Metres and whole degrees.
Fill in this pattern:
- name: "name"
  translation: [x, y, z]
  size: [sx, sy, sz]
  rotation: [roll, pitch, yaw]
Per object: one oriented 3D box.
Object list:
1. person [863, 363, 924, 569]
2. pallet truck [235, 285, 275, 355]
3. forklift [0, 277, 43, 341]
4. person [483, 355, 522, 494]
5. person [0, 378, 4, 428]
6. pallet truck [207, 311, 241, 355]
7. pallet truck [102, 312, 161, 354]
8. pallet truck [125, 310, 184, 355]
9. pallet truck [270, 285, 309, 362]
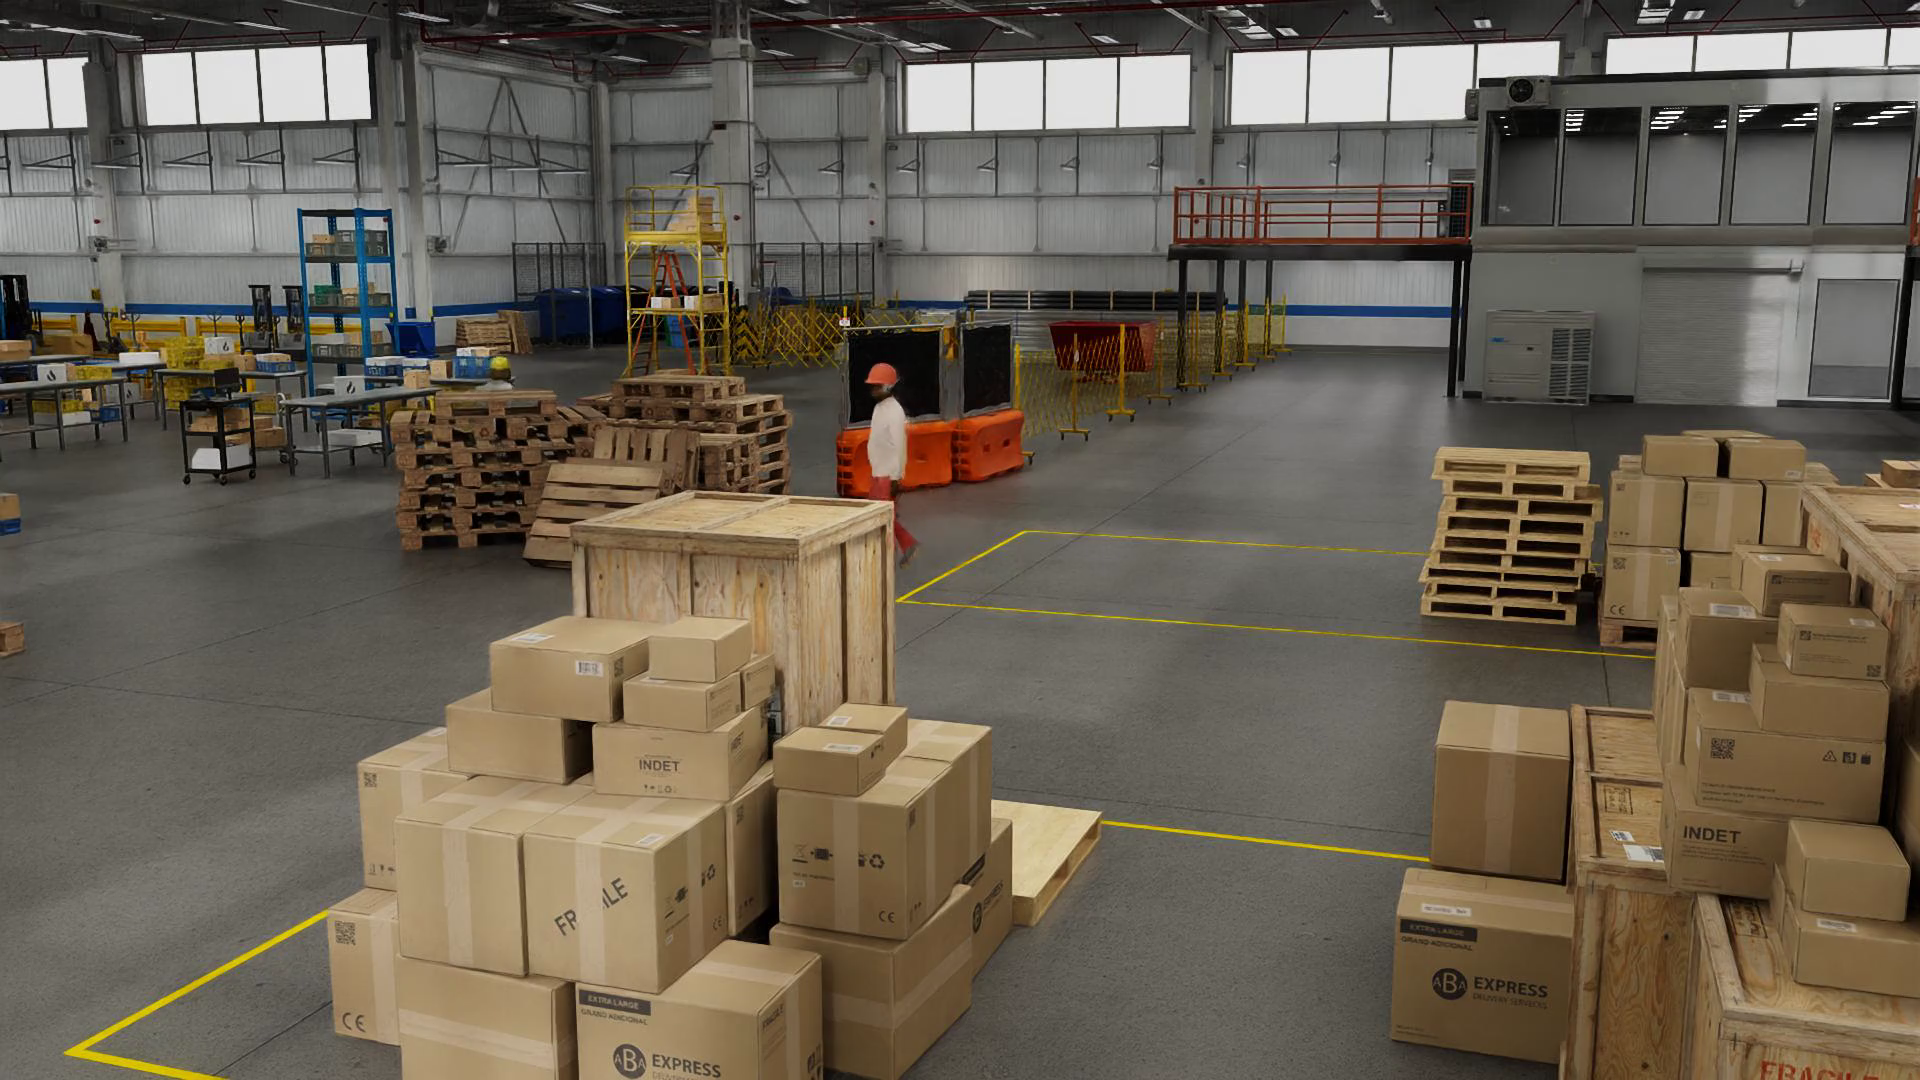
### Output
- name: "person"
  translation: [-0.642, -0.620, 15.089]
  size: [0.539, 1.983, 0.634]
  rotation: [-3, 11, -17]
- name: "pallet truck"
  translation: [-18.327, -5.835, 44.421]
  size: [0.823, 1.965, 1.885]
  rotation: [4, 11, 23]
- name: "forklift"
  translation: [-27.151, -6.329, 46.328]
  size: [1.157, 1.987, 2.680]
  rotation: [3, 11, 17]
- name: "person"
  translation: [-5.531, -1.352, 19.946]
  size: [0.494, 1.718, 0.720]
  rotation: [6, 12, 32]
- name: "person"
  translation: [-15.965, -2.801, 27.219]
  size: [0.620, 2.029, 0.502]
  rotation: [4, 11, 22]
- name: "pallet truck"
  translation: [-19.537, -5.575, 44.913]
  size: [0.653, 1.274, 1.630]
  rotation: [3, 11, 19]
- name: "pallet truck"
  translation: [-23.057, -5.777, 46.261]
  size: [0.680, 1.201, 1.601]
  rotation: [3, 11, 19]
- name: "pallet truck"
  translation: [-22.038, -5.665, 45.457]
  size: [0.704, 1.261, 1.522]
  rotation: [3, 11, 17]
- name: "pallet truck"
  translation: [-17.147, -5.700, 43.663]
  size: [0.823, 1.965, 1.885]
  rotation: [3, 11, 17]
